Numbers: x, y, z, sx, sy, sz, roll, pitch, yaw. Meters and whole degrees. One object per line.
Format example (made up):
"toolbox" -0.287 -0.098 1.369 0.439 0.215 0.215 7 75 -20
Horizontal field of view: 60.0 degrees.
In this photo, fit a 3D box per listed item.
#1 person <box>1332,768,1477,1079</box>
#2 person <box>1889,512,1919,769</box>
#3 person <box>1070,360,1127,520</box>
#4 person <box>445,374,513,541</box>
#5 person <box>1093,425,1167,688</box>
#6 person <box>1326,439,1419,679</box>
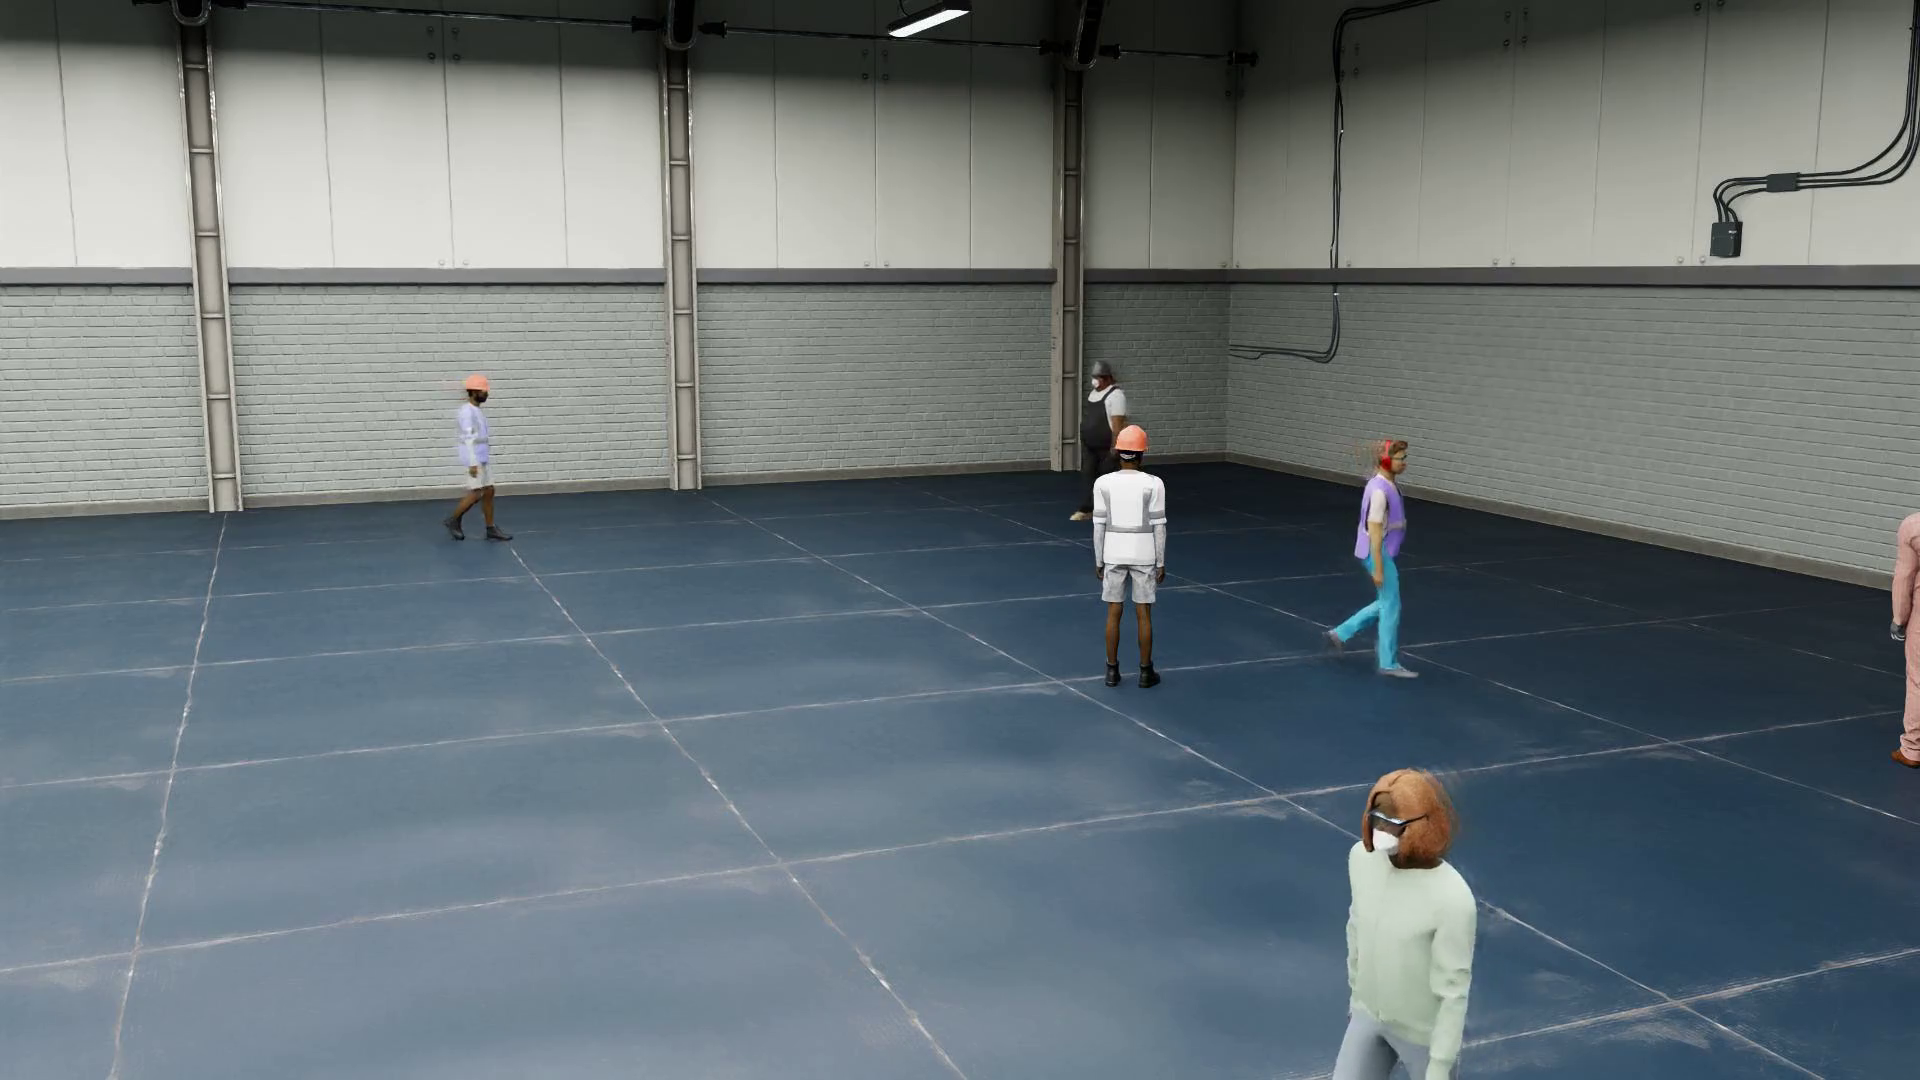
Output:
"person" 1.227 1.464 4.869 0.790 1.594 0.532 -6 11 -32
"person" 6.047 0.470 10.187 0.642 1.909 0.409 3 9 17
"person" 1.829 -1.275 20.723 0.976 2.000 0.682 -7 12 -38
"person" -5.494 -0.920 18.869 0.669 1.920 0.586 1 9 4
"person" 1.252 0.125 12.247 0.543 1.939 0.362 3 9 16
"person" 3.144 0.135 12.544 0.630 1.824 0.580 3 10 19
